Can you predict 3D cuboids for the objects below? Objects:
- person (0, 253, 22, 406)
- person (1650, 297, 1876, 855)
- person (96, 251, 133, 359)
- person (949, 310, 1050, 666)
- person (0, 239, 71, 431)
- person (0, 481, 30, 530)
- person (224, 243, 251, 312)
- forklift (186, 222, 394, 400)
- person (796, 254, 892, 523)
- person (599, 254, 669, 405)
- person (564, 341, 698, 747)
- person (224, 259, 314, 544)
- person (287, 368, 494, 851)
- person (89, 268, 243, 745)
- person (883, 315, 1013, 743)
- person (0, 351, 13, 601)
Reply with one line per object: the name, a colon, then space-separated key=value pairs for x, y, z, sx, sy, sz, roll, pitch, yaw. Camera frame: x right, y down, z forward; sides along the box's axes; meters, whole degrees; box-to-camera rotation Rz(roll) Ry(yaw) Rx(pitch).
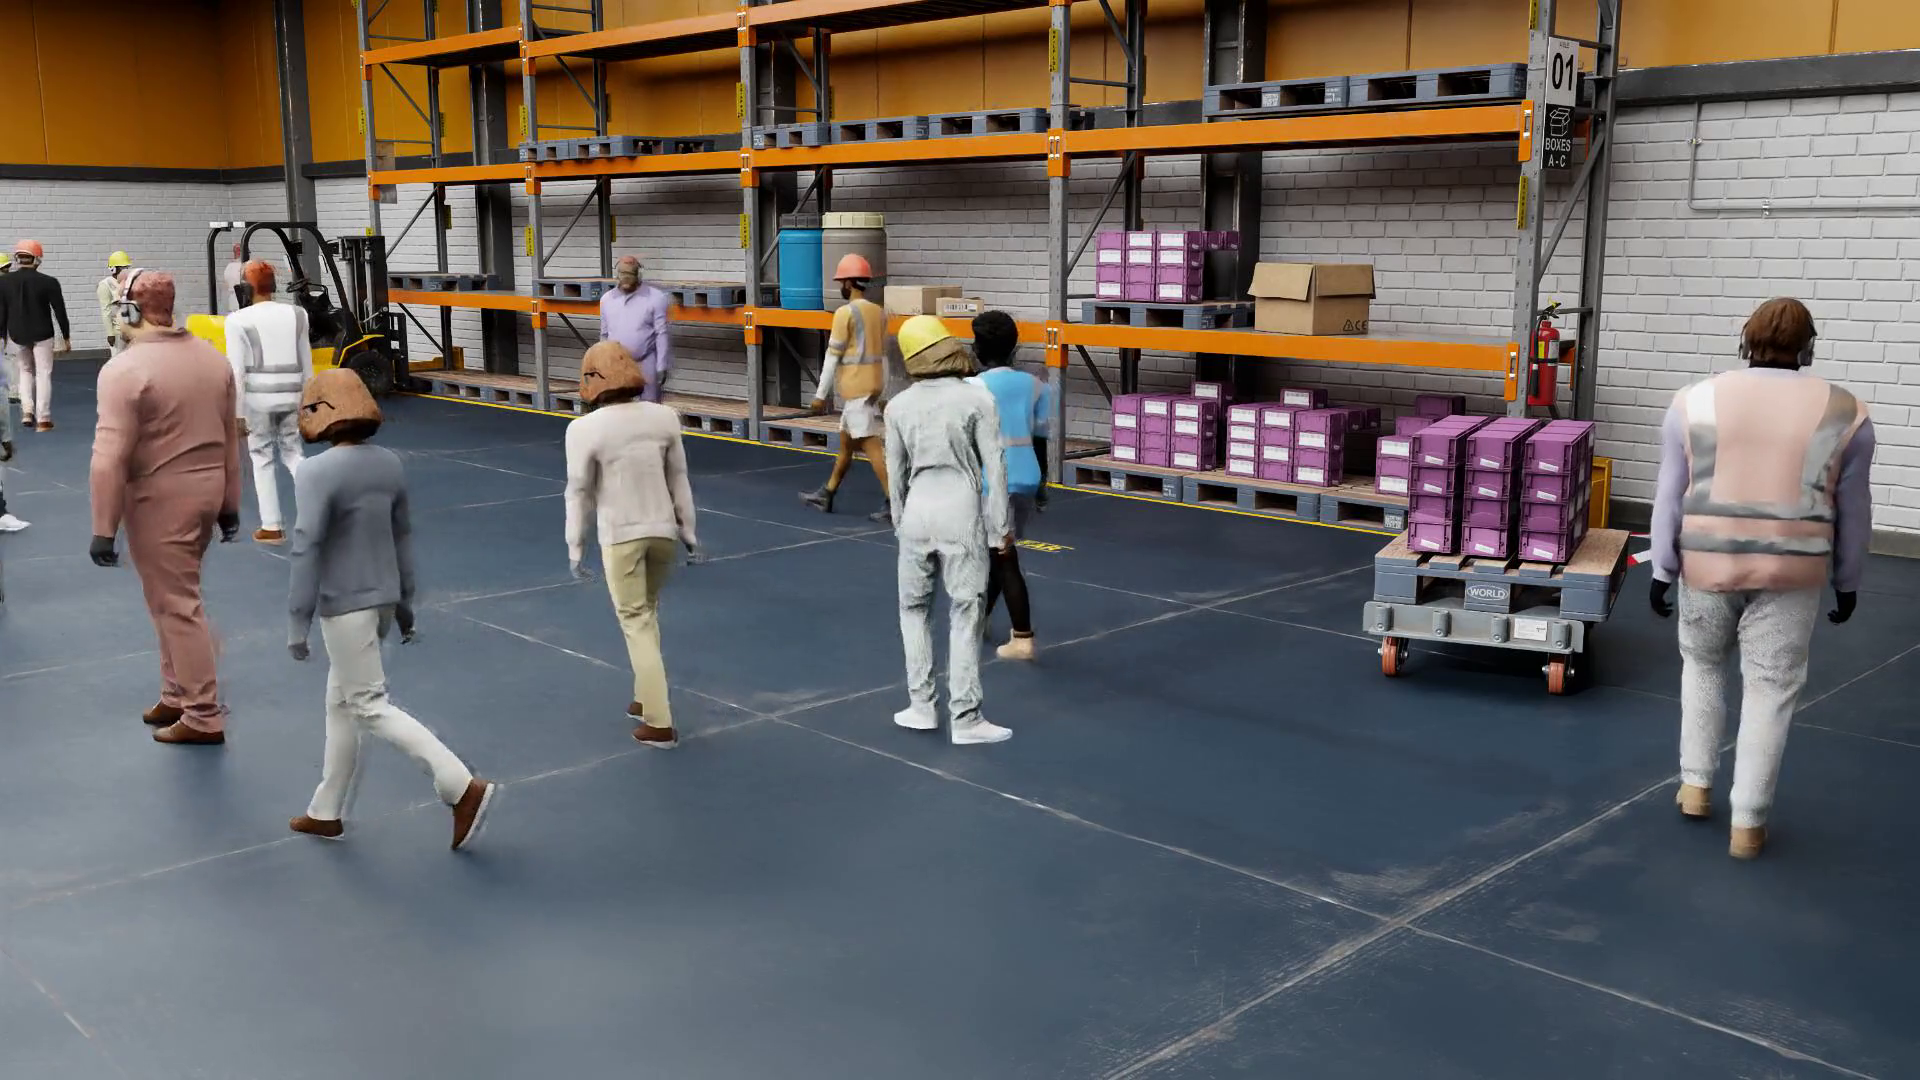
person: x=-11.372 y=-2.513 z=19.843 sx=0.403 sy=1.826 sz=0.591 roll=-2 pitch=11 yaw=-10
person: x=2.677 y=0.104 z=5.587 sx=0.654 sy=1.815 sz=0.702 roll=5 pitch=12 yaw=27
person: x=-9.805 y=-2.462 z=19.540 sx=0.404 sy=1.833 sz=0.590 roll=2 pitch=11 yaw=12
person: x=0.117 y=-0.267 z=8.011 sx=0.538 sy=1.659 sz=0.834 roll=-9 pitch=14 yaw=-40
person: x=-9.564 y=-2.113 z=17.230 sx=0.664 sy=1.977 sz=0.495 roll=-2 pitch=11 yaw=-10
person: x=-6.719 y=-0.950 z=11.133 sx=0.869 sy=1.880 sz=0.596 roll=3 pitch=11 yaw=17
person: x=-10.415 y=-3.366 z=24.264 sx=0.651 sy=1.907 sz=0.409 roll=8 pitch=13 yaw=38
forklift: x=-8.169 y=-2.758 z=20.163 sx=2.313 sy=2.155 sz=1.214 roll=-10 pitch=14 yaw=-44
person: x=-0.765 y=-1.075 z=11.834 sx=0.996 sy=1.884 sz=0.547 roll=5 pitch=12 yaw=26
person: x=-2.817 y=-1.555 z=14.514 sx=0.641 sy=1.869 sz=0.955 roll=1 pitch=10 yaw=5
person: x=-1.338 y=0.007 z=6.678 sx=0.517 sy=1.596 sz=0.643 roll=-9 pitch=14 yaw=-41
person: x=-4.435 y=-0.878 z=10.789 sx=0.587 sy=1.870 sz=0.580 roll=9 pitch=14 yaw=40
person: x=-1.913 y=0.238 z=5.477 sx=0.761 sy=1.596 sz=0.543 roll=3 pitch=11 yaw=17
person: x=-3.228 y=-0.119 z=6.589 sx=0.657 sy=1.887 sz=0.673 roll=2 pitch=11 yaw=11
person: x=-0.050 y=-0.041 z=6.705 sx=0.572 sy=1.704 sz=0.392 roll=4 pitch=11 yaw=23
person: x=-5.489 y=-0.579 z=9.082 sx=0.548 sy=1.909 sz=0.861 roll=-6 pitch=12 yaw=-31
